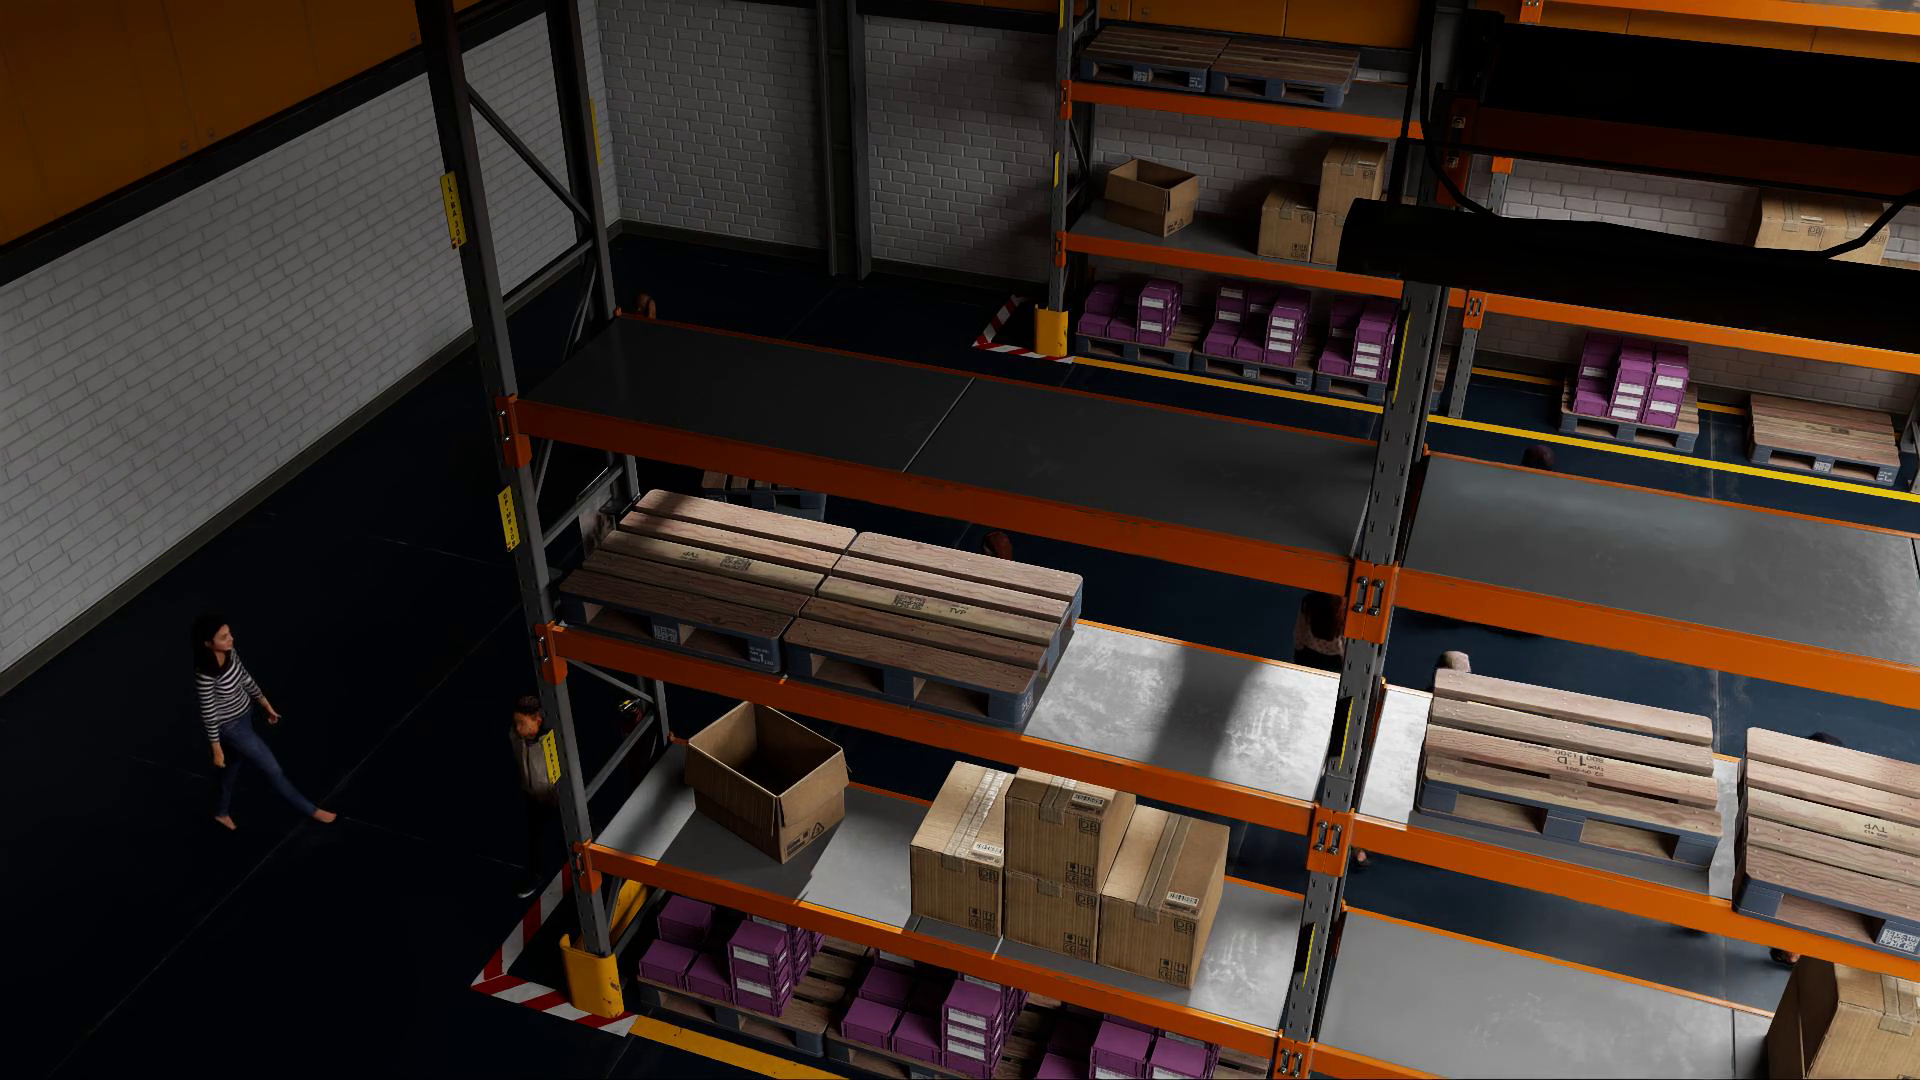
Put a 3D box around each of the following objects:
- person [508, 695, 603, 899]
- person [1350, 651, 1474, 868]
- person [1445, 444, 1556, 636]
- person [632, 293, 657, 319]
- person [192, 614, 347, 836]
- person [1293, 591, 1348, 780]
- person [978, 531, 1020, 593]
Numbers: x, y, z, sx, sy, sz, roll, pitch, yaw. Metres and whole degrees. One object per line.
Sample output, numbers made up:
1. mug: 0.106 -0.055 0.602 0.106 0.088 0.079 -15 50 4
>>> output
1. person: -2.544 1.521 10.495 0.883 1.434 0.657 13 36 19
2. person: 2.830 1.438 10.368 1.127 1.712 0.741 3 34 5
3. person: 4.338 0.048 12.538 1.196 1.624 0.930 18 38 25
4. person: -2.921 -1.718 15.505 0.526 1.281 0.508 8 34 12
5. person: -4.719 1.236 10.642 1.210 1.745 0.914 -1 34 -2
6. person: 2.437 0.862 11.220 0.519 1.729 0.689 21 39 28
7. person: 0.258 0.681 11.479 0.716 1.742 0.676 -11 35 -16
